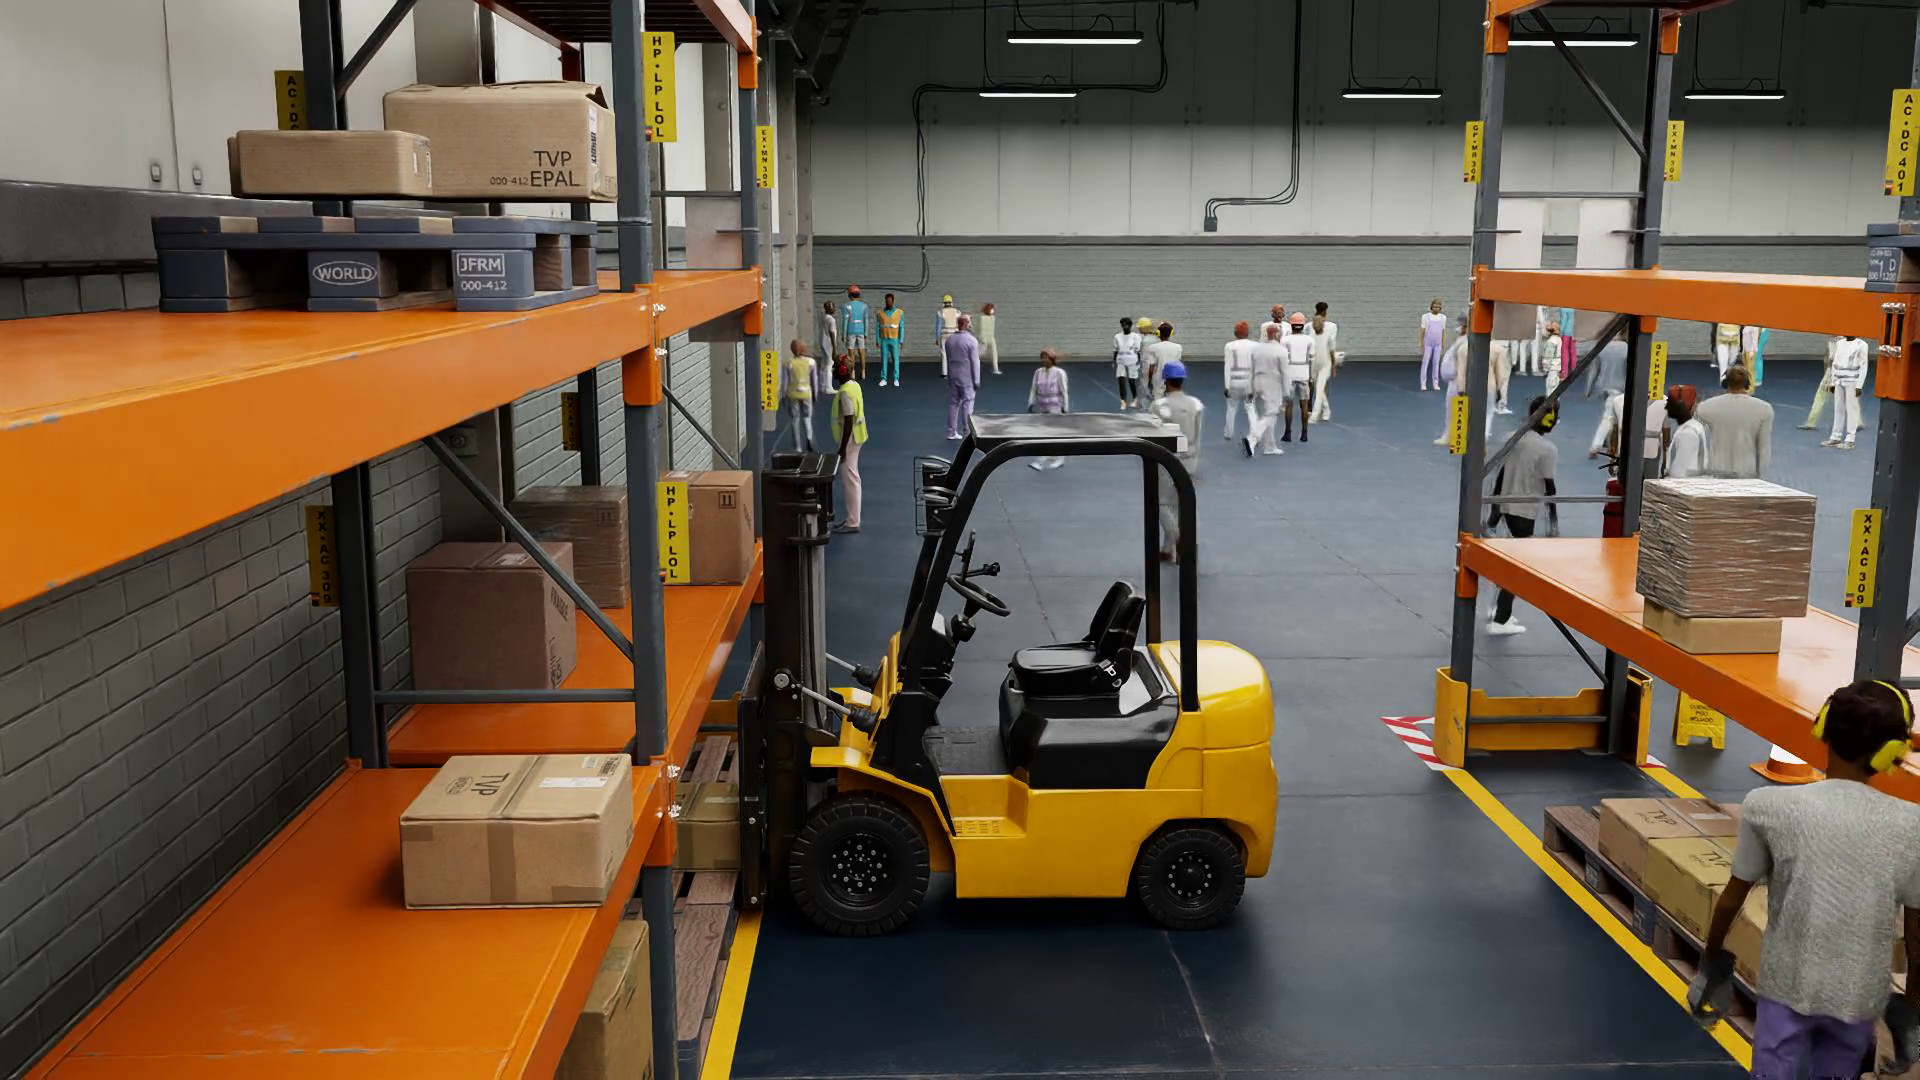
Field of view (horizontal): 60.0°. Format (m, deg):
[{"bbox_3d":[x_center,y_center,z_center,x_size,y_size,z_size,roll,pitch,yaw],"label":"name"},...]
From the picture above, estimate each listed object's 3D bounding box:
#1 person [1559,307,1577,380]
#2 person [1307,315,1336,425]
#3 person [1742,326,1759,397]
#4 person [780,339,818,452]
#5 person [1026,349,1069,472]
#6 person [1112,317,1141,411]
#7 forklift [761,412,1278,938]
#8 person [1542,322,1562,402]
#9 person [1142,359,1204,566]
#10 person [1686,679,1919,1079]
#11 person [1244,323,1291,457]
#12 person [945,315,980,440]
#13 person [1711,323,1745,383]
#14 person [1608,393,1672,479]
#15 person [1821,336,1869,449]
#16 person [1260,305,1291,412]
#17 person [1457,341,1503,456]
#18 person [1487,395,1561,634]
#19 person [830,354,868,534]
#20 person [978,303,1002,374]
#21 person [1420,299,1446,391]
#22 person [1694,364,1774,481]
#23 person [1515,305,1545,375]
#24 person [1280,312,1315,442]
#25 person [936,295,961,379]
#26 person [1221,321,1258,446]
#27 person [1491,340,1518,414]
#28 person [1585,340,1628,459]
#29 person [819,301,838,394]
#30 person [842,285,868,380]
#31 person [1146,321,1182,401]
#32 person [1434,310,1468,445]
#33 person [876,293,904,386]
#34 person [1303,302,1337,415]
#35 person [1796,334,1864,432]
[{"bbox_3d":[13.167,-4.457,36.017,0.624,1.993,0.388,-6,12,-31],"label":"person"},{"bbox_3d":[5.941,-2.814,27.421,0.524,1.807,0.963,8,13,37],"label":"person"},{"bbox_3d":[15.225,-3.644,32.130,0.326,1.767,0.533,2,10,9],"label":"person"},{"bbox_3d":[-2.268,-2.017,23.445,0.534,1.623,0.401,-3,11,-17],"label":"person"},{"bbox_3d":[1.145,-1.697,21.772,0.515,1.588,0.895,9,14,41],"label":"person"},{"bbox_3d":[2.955,-3.149,29.642,0.581,1.660,0.569,5,11,25],"label":"person"},{"bbox_3d":[0.291,0.548,7.580,2.313,2.155,1.214,0,10,-2],"label":"forklift"},{"bbox_3d":[10.011,-2.865,28.141,0.309,1.640,0.513,7,12,34],"label":"person"},{"bbox_3d":[1.962,-0.687,15.235,0.625,1.924,0.708,-6,12,-29],"label":"person"},{"bbox_3d":[2.320,1.270,4.560,0.577,1.839,0.624,4,11,20],"label":"person"},{"bbox_3d":[4.256,-2.086,23.155,0.827,1.874,0.655,-7,12,-33],"label":"person"},{"bbox_3d":[0.067,-2.433,25.032,0.645,1.898,0.396,10,14,43],"label":"person"},{"bbox_3d":[15.767,-4.038,34.187,0.633,1.816,0.796,2,10,9],"label":"person"},{"bbox_3d":[6.515,-0.771,15.940,0.561,1.836,0.394,7,13,36],"label":"person"},{"bbox_3d":[12.842,-2.259,24.084,0.362,1.883,0.575,-2,10,-13],"label":"person"},{"bbox_3d":[5.551,-3.187,29.255,0.573,1.883,0.353,-2,10,-11],"label":"person"},{"bbox_3d":[7.129,-2.084,22.845,0.620,1.978,0.670,4,11,21],"label":"person"},{"bbox_3d":[4.283,-0.183,12.632,0.513,1.836,0.546,-4,11,-19],"label":"person"},{"bbox_3d":[-1.143,-0.985,17.085,0.388,1.847,0.563,1,10,3],"label":"person"},{"bbox_3d":[0.599,-4.586,37.826,0.801,1.605,0.503,10,14,43],"label":"person"},{"bbox_3d":[9.504,-3.913,33.425,0.506,1.839,0.343,0,10,-2],"label":"person"},{"bbox_3d":[6.766,-0.582,14.650,0.645,1.927,0.389,6,12,29],"label":"person"},{"bbox_3d":[12.823,-4.607,37.290,0.738,1.857,0.352,3,11,15],"label":"person"},{"bbox_3d":[5.030,-2.437,24.925,0.552,1.935,0.374,0,10,-3],"label":"person"},{"bbox_3d":[-0.255,-4.436,36.383,0.588,1.822,0.403,-4,11,-19],"label":"person"},{"bbox_3d":[4.170,-2.307,24.491,0.594,1.842,0.985,-2,10,-14],"label":"person"},{"bbox_3d":[9.430,-3.145,28.964,0.392,1.911,0.584,-7,12,-35],"label":"person"},{"bbox_3d":[9.004,-2.061,23.023,0.993,1.886,0.683,-8,13,-37],"label":"person"},{"bbox_3d":[-2.588,-3.787,32.743,0.341,1.838,0.501,-7,12,-33],"label":"person"},{"bbox_3d":[-2.300,-4.501,36.131,0.615,2.041,0.392,-6,12,-29],"label":"person"},{"bbox_3d":[2.890,-2.170,23.614,0.514,1.876,0.328,-2,10,-12],"label":"person"},{"bbox_3d":[7.388,-2.401,24.436,0.689,2.000,0.741,3,11,16],"label":"person"},{"bbox_3d":[-1.459,-4.164,34.603,0.594,1.917,0.388,2,10,8],"label":"person"},{"bbox_3d":[6.233,-3.147,28.833,0.608,1.958,0.376,6,12,32],"label":"person"},{"bbox_3d":[13.787,-2.586,26.162,0.590,1.803,0.979,-8,13,-38],"label":"person"}]
